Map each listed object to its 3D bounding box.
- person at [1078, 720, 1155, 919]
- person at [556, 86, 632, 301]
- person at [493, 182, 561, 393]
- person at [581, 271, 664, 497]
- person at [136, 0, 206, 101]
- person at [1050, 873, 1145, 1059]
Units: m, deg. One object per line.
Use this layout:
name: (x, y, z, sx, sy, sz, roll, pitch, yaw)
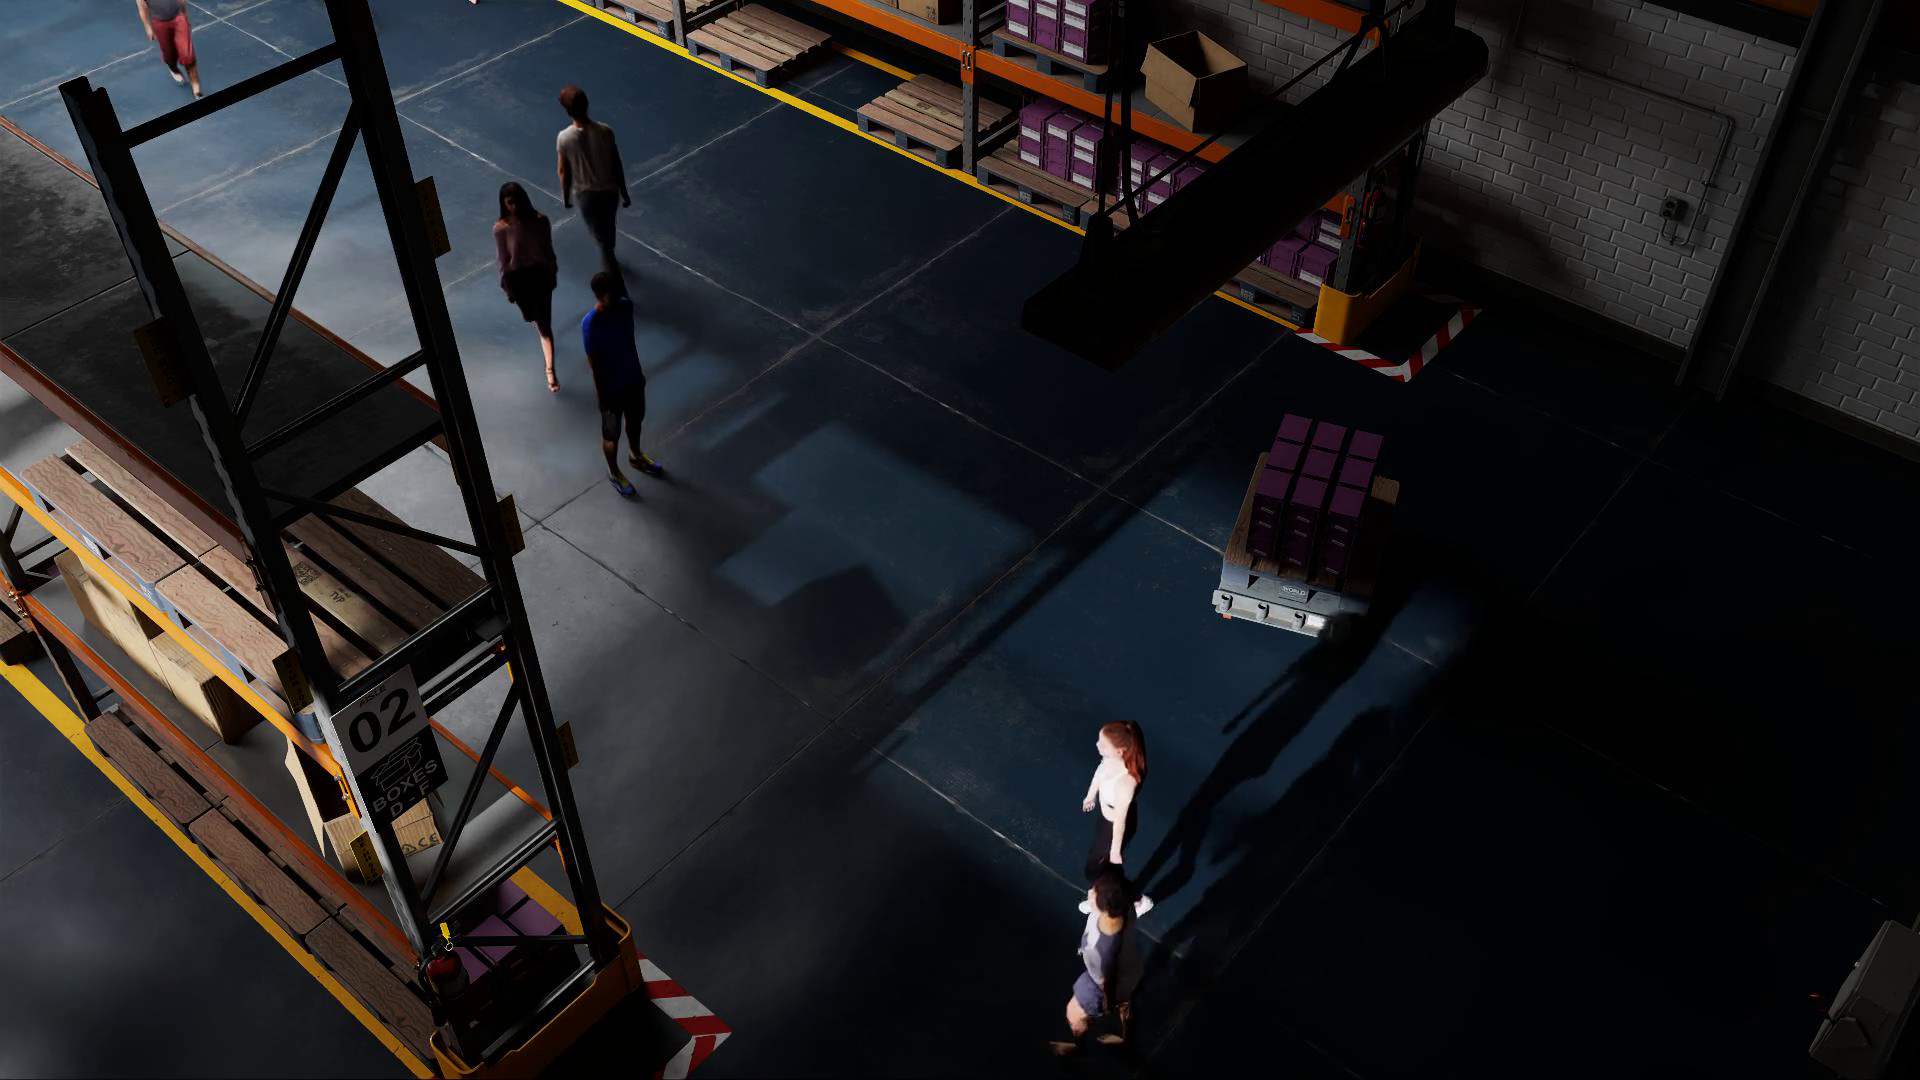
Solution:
person: (0.963, 1.590, 9.307, 0.819, 1.734, 0.752, 3, 44, 3)
person: (-3.009, -2.815, 13.856, 1.052, 1.837, 1.328, -16, 46, -16)
person: (-3.397, -2.063, 13.107, 0.980, 1.783, 1.163, -12, 45, -12)
person: (-2.497, -1.176, 12.116, 0.571, 1.866, 0.628, 25, 49, 24)
person: (-7.857, -5.147, 16.456, 0.772, 1.627, 1.102, -26, 49, -25)
person: (0.865, 2.281, 8.719, 0.763, 1.545, 0.669, 16, 46, 16)
